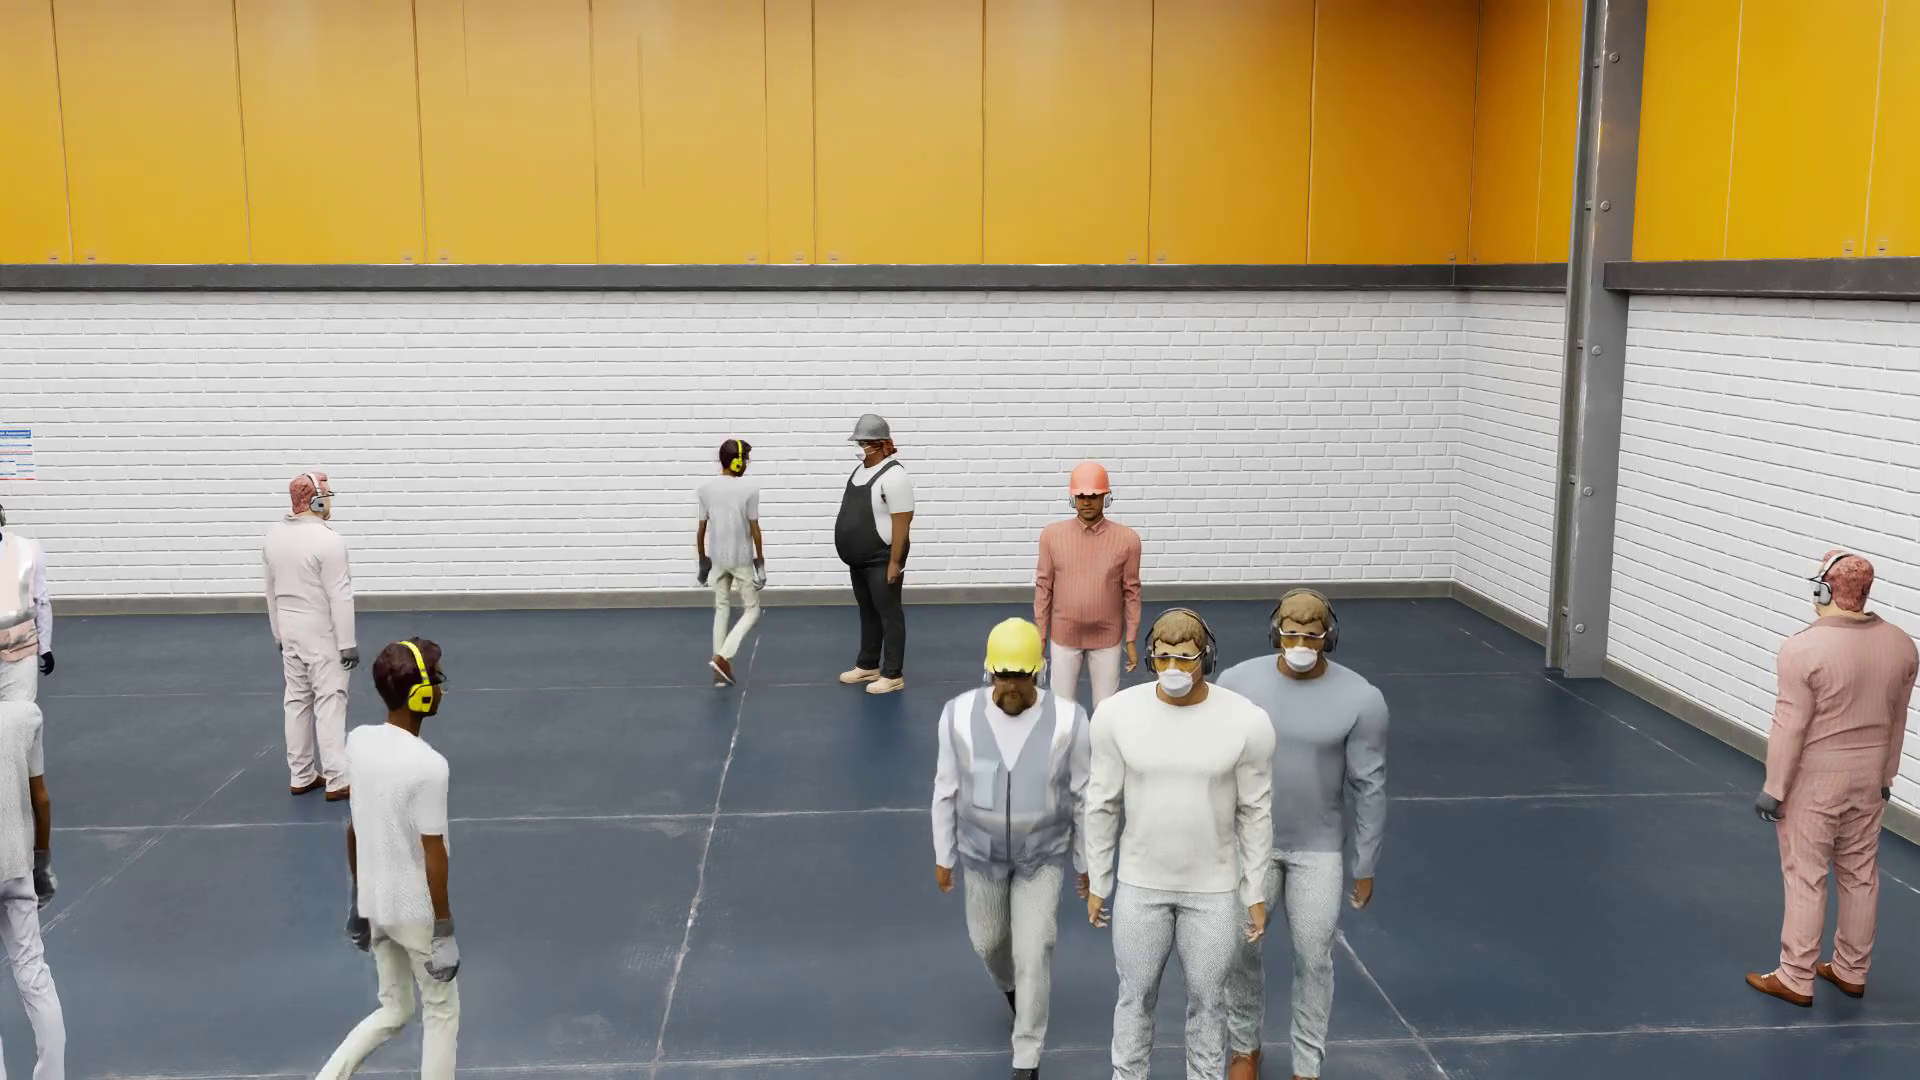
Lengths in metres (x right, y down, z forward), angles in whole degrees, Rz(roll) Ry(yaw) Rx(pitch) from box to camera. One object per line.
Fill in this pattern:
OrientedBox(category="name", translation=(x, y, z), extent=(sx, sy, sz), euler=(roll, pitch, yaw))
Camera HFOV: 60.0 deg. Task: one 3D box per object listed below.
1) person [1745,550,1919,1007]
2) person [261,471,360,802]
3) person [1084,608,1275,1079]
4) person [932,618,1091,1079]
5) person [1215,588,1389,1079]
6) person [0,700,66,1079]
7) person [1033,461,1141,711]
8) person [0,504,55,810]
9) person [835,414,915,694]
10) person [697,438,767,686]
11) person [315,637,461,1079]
OrientedBox(category="person", translation=(3.604, 0.989, 6.928), extent=(0.639, 1.909, 0.409), euler=(-3, 9, -15))
OrientedBox(category="person", translation=(-3.717, 0.555, 9.648), extent=(0.642, 1.910, 0.401), euler=(6, 11, 31))
OrientedBox(category="person", translation=(0.736, 1.175, 5.657), extent=(0.635, 1.937, 0.353), euler=(2, 9, 10))
OrientedBox(category="person", translation=(0.214, 1.139, 6.335), extent=(0.614, 1.804, 0.774), euler=(1, 9, 8))
OrientedBox(category="person", translation=(1.203, 1.117, 6.029), extent=(0.659, 1.931, 0.386), euler=(4, 10, 21))
OrientedBox(category="person", translation=(-3.400, 1.189, 5.782), extent=(0.329, 1.874, 0.518), euler=(5, 10, 28))
OrientedBox(category="person", translation=(0.718, 0.545, 9.435), extent=(0.609, 1.996, 0.379), euler=(1, 9, 7))
OrientedBox(category="person", translation=(-5.433, 0.635, 9.351), extent=(0.624, 1.845, 0.430), euler=(-7, 11, -36))
OrientedBox(category="person", translation=(-0.648, 0.093, 12.135), extent=(0.536, 2.000, 0.682), euler=(-5, 10, -30))
OrientedBox(category="person", translation=(-1.690, 0.185, 12.148), extent=(0.602, 1.852, 0.515), euler=(3, 9, 17))
OrientedBox(category="person", translation=(-1.916, 1.249, 5.493), extent=(0.519, 1.854, 0.669), euler=(7, 11, 35))
